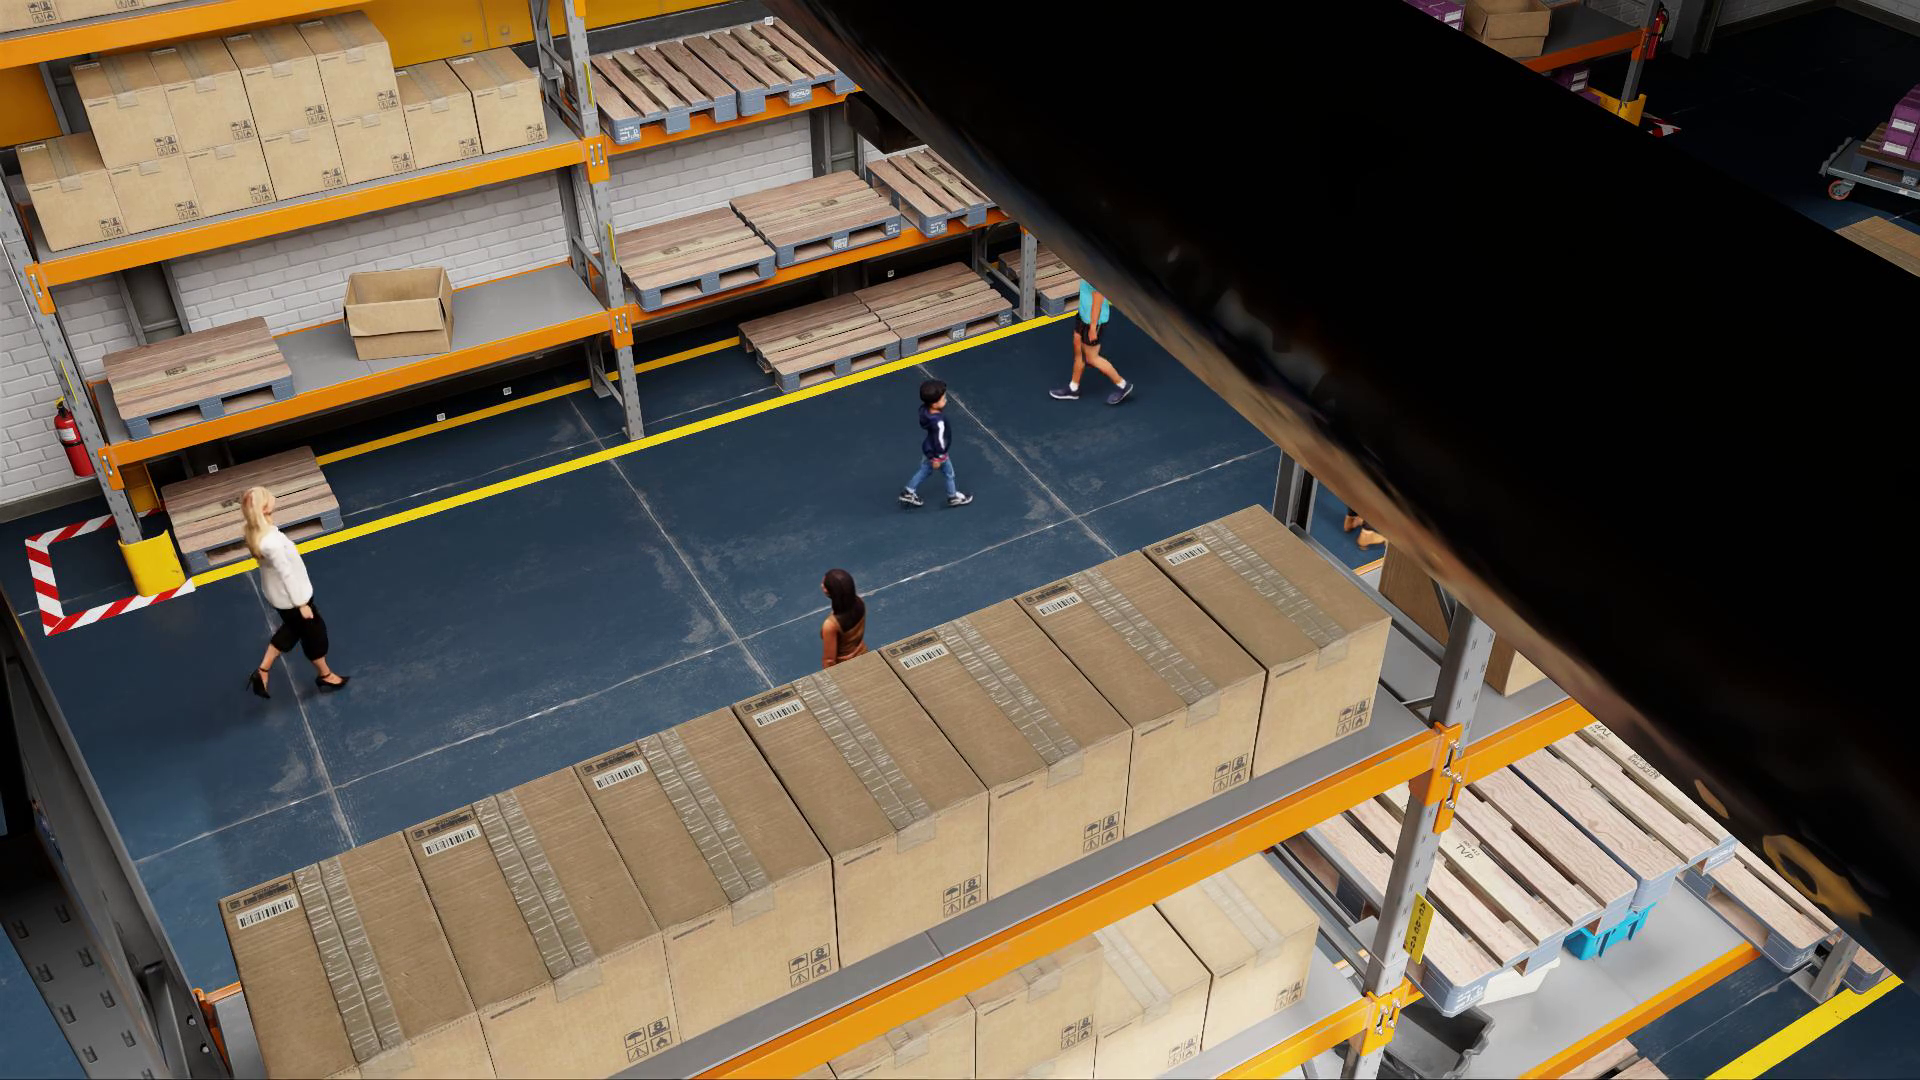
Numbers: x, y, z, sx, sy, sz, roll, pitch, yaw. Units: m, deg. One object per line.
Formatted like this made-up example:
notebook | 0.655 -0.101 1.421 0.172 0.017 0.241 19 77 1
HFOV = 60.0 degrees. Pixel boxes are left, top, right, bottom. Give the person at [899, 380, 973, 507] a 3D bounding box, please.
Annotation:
person | -0.247 -0.749 13.316 0.886 1.203 0.679 -8 39 -10

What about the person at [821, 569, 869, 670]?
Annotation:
person | -0.743 0.857 10.920 0.700 1.683 0.602 19 42 22

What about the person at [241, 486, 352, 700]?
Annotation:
person | -4.648 0.430 11.326 0.981 1.845 0.747 -30 47 -32

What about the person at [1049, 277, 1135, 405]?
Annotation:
person | 1.221 -1.923 14.338 1.077 1.762 0.922 0 39 0
